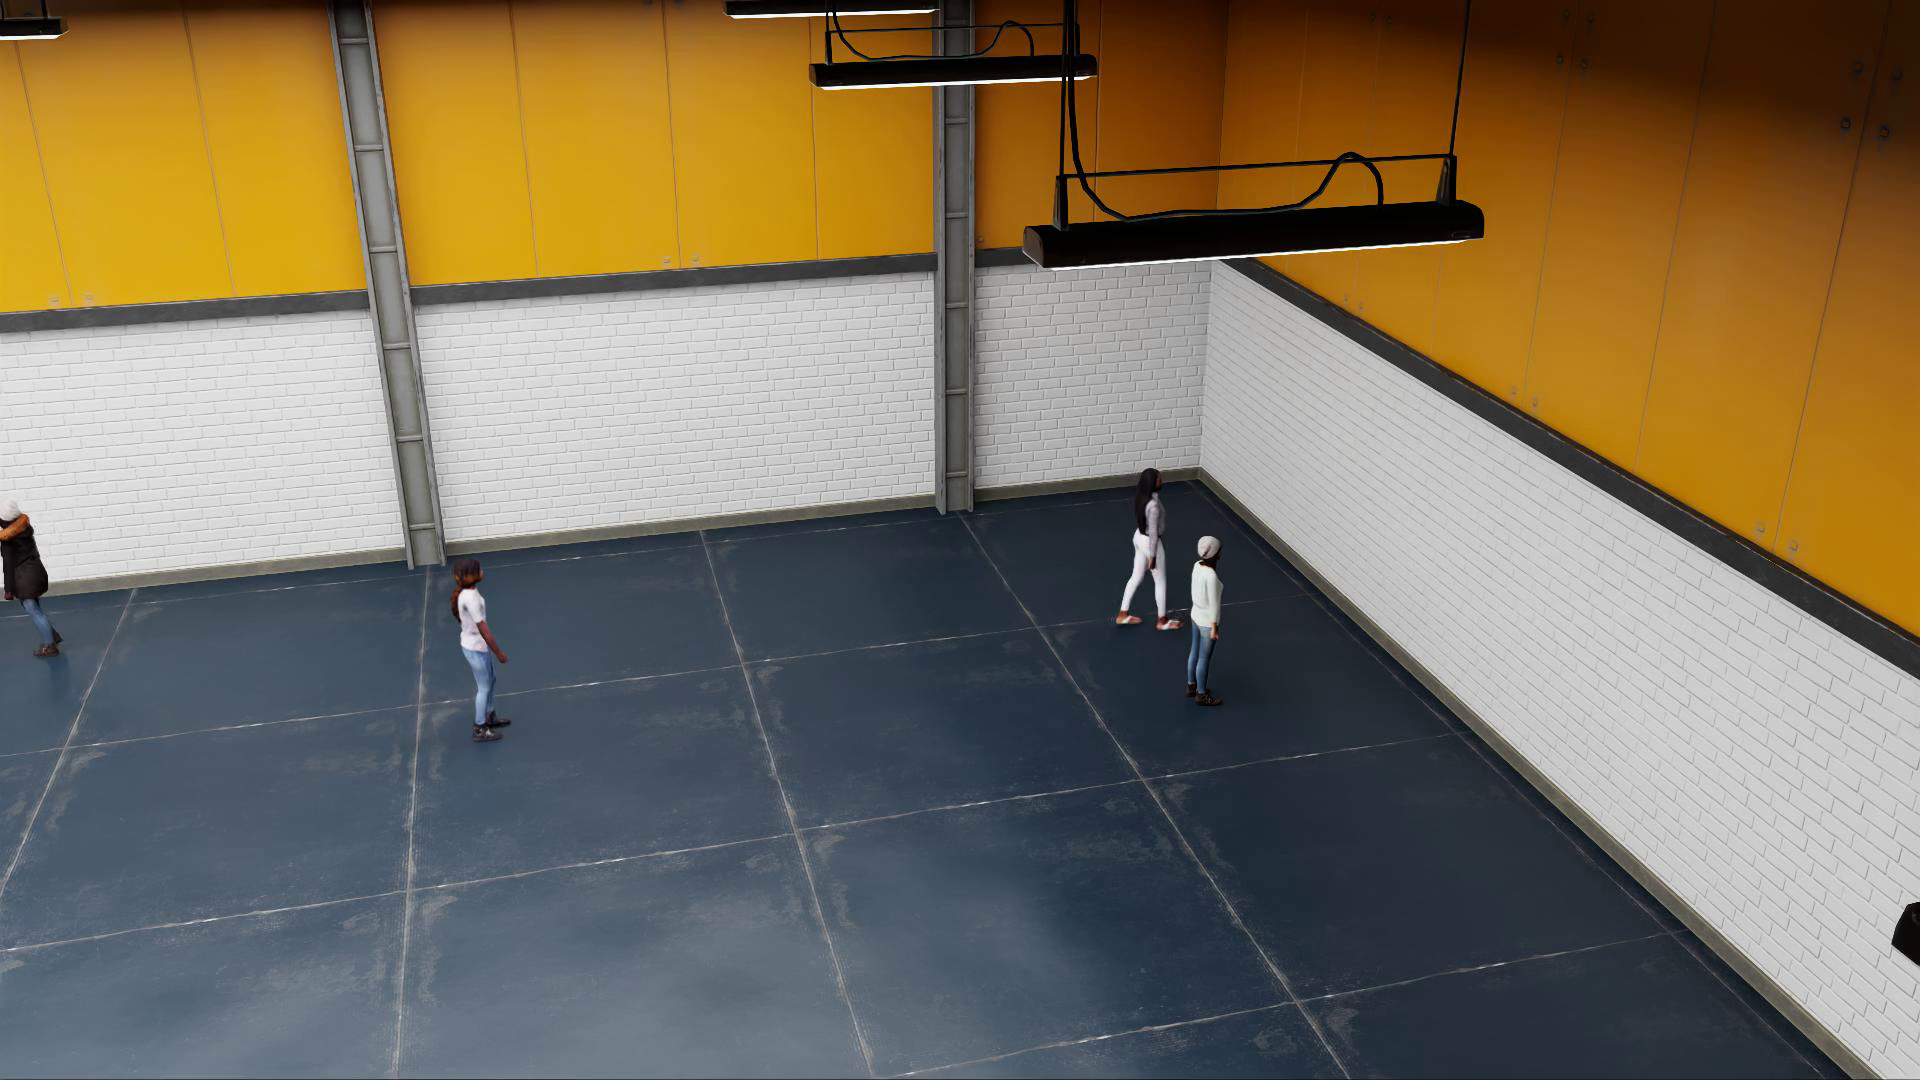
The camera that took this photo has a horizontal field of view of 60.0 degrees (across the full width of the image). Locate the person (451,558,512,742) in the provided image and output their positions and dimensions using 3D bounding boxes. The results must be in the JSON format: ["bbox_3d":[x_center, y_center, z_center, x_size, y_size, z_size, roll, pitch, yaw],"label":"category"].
[{"bbox_3d":[-4.237,0.968,14.506,0.642,1.716,0.619,-8,25,-19],"label":"person"}]

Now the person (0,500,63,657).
[{"bbox_3d":[-8.877,0.378,15.970,0.611,1.625,0.651,-3,24,-6],"label":"person"}]

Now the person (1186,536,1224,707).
[{"bbox_3d":[2.235,0.716,15.174,0.480,1.644,0.556,-6,24,-14],"label":"person"}]

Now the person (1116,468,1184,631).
[{"bbox_3d":[1.820,0.084,16.530,0.853,1.715,0.600,-5,24,-12],"label":"person"}]
